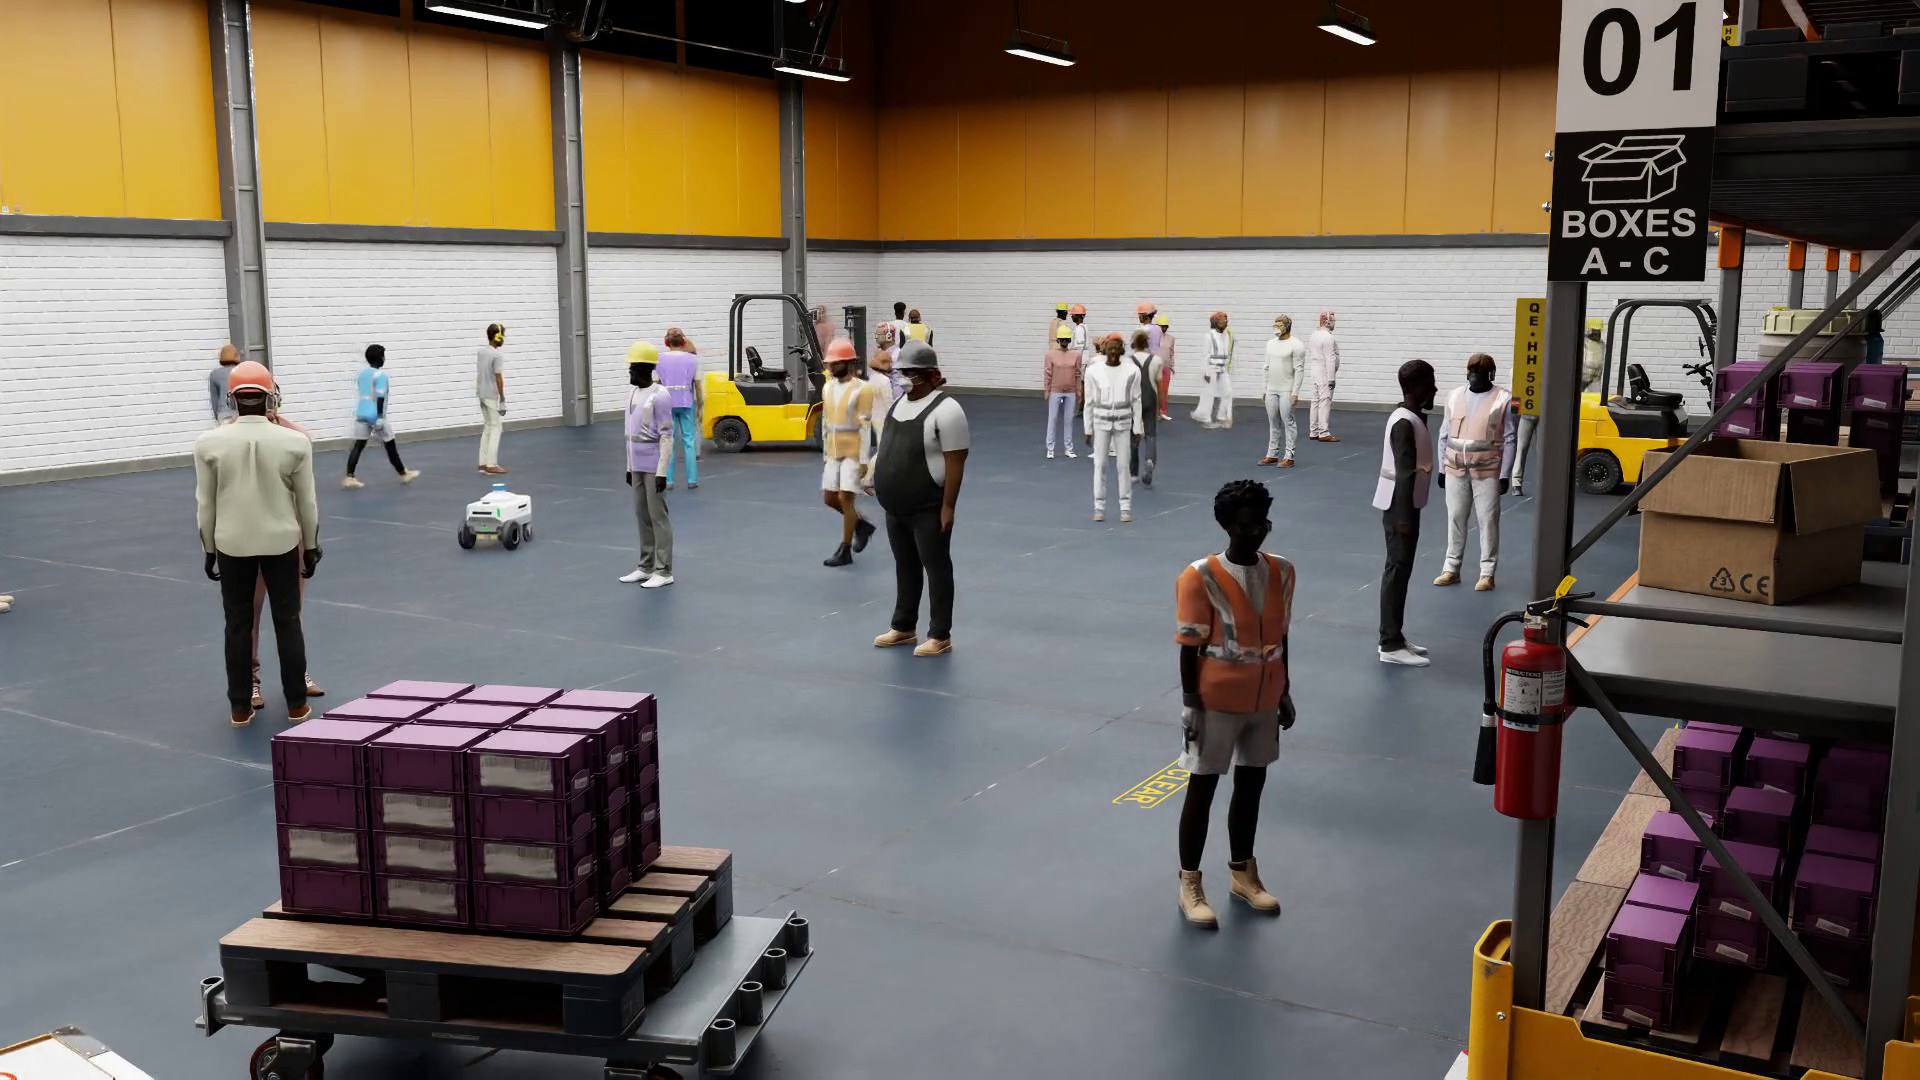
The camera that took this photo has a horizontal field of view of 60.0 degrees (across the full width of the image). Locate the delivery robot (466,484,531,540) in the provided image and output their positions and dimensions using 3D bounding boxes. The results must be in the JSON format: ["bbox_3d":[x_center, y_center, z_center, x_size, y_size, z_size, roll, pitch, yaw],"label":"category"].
[{"bbox_3d":[-4.150,-0.262,14.987,0.477,0.478,0.707,2,9,10],"label":"delivery robot"}]

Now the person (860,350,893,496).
[{"bbox_3d":[-0.871,-1.288,18.422,0.560,1.635,0.507,-3,9,-15],"label":"person"}]

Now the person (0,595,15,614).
[{"bbox_3d":[-7.137,-0.484,12.039,0.375,2.044,0.605,-4,10,-21],"label":"person"}]

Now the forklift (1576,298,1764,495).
[{"bbox_3d":[7.954,-1.589,18.462,2.313,2.155,1.214,5,11,30],"label":"forklift"}]

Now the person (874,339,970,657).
[{"bbox_3d":[-0.295,-0.273,10.723,0.536,2.000,0.673,-8,12,-40],"label":"person"}]

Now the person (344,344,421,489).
[{"bbox_3d":[-6.692,-1.416,19.070,0.551,1.638,0.905,7,11,36],"label":"person"}]

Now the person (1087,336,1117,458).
[{"bbox_3d":[1.902,-1.898,22.152,0.515,1.628,0.322,-8,12,-42],"label":"person"}]

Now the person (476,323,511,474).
[{"bbox_3d":[-5.719,-1.726,20.392,0.403,1.848,0.545,-9,13,-44],"label":"person"}]

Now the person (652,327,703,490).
[{"bbox_3d":[-3.214,-1.481,18.881,0.594,1.845,0.390,-2,9,-14],"label":"person"}]

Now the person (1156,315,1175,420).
[{"bbox_3d":[3.379,-2.877,27.831,0.531,1.767,0.328,-4,10,-26],"label":"person"}]

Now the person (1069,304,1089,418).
[{"bbox_3d":[2.024,-3.054,28.406,0.356,1.938,0.543,2,9,11],"label":"person"}]

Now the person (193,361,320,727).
[{"bbox_3d":[-3.815,0.024,9.066,0.608,1.987,0.408,-4,10,-23],"label":"person"}]

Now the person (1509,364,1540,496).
[{"bbox_3d":[6.346,-1.385,18.349,0.595,1.823,0.403,1,9,7],"label":"person"}]

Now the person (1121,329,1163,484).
[{"bbox_3d":[2.115,-1.532,19.279,0.526,1.822,0.749,0,9,1],"label":"person"}]

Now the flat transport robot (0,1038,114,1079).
[{"bbox_3d":[-2.402,1.631,4.349,1.431,0.197,0.652,7,12,39],"label":"flat transport robot"}]

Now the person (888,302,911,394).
[{"bbox_3d":[-1.064,-3.210,29.290,0.614,1.962,0.366,2,9,14],"label":"person"}]

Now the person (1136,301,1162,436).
[{"bbox_3d":[2.816,-2.591,25.177,0.365,2.048,0.608,6,11,31],"label":"person"}]

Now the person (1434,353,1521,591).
[{"bbox_3d":[4.009,-0.532,12.959,0.627,1.846,0.429,7,12,39],"label":"person"}]

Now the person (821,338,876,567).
[{"bbox_3d":[-0.932,-0.743,14.057,0.544,1.920,0.584,8,12,40],"label":"person"}]

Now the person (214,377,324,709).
[{"bbox_3d":[-3.946,-0.009,9.498,0.409,1.909,0.642,7,12,39],"label":"person"}]

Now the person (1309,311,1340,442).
[{"bbox_3d":[5.355,-2.391,24.367,0.409,1.907,0.649,-2,9,-12],"label":"person"}]

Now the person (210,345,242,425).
[{"bbox_3d":[-8.585,-1.502,19.734,0.521,1.599,0.768,0,9,-2],"label":"person"}]

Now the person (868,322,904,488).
[{"bbox_3d":[-0.841,-1.503,18.819,0.410,1.909,0.643,-4,10,-23],"label":"person"}]

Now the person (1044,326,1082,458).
[{"bbox_3d":[1.376,-1.961,22.119,0.527,1.767,0.331,-2,9,-11],"label":"person"}]

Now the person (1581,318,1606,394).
[{"bbox_3d":[9.627,-2.531,25.613,0.591,1.795,0.901,-2,9,-11],"label":"person"}]

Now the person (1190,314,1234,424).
[{"bbox_3d":[4.199,-2.812,27.366,0.634,1.792,0.954,-4,10,-25],"label":"person"}]

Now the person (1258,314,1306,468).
[{"bbox_3d":[4.080,-1.884,21.098,0.372,1.940,0.632,-7,11,-37],"label":"person"}]

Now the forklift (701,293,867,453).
[{"bbox_3d":[-2.458,-2.344,23.176,2.313,2.155,1.214,0,9,-2],"label":"forklift"}]

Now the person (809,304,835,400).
[{"bbox_3d":[-2.602,-3.566,31.820,0.656,1.867,0.663,-8,12,-41],"label":"person"}]

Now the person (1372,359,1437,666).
[{"bbox_3d":[2.814,-0.182,10.534,0.390,1.920,0.587,3,9,16],"label":"person"}]

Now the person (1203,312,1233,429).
[{"bbox_3d":[4.072,-2.670,26.258,0.599,1.854,0.613,-7,11,-36],"label":"person"}]

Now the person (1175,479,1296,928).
[{"bbox_3d":[1.045,0.608,6.293,0.539,1.695,0.319,-5,10,-27],"label":"person"}]

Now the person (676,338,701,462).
[{"bbox_3d":[-3.564,-1.822,21.699,0.429,1.611,0.509,4,10,22],"label":"person"}]

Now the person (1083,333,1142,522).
[{"bbox_3d":[1.509,-1.105,16.466,0.574,1.874,0.376,0,9,2],"label":"person"}]

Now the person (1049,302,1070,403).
[{"bbox_3d":[1.897,-3.569,31.668,0.383,1.923,0.588,-4,10,-22],"label":"person"}]

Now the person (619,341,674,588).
[{"bbox_3d":[-2.459,-0.591,13.056,0.357,1.930,0.591,-7,12,-39],"label":"person"}]

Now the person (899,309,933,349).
[{"bbox_3d":[-0.776,-3.095,28.982,0.619,1.838,0.430,-3,10,-19],"label":"person"}]
